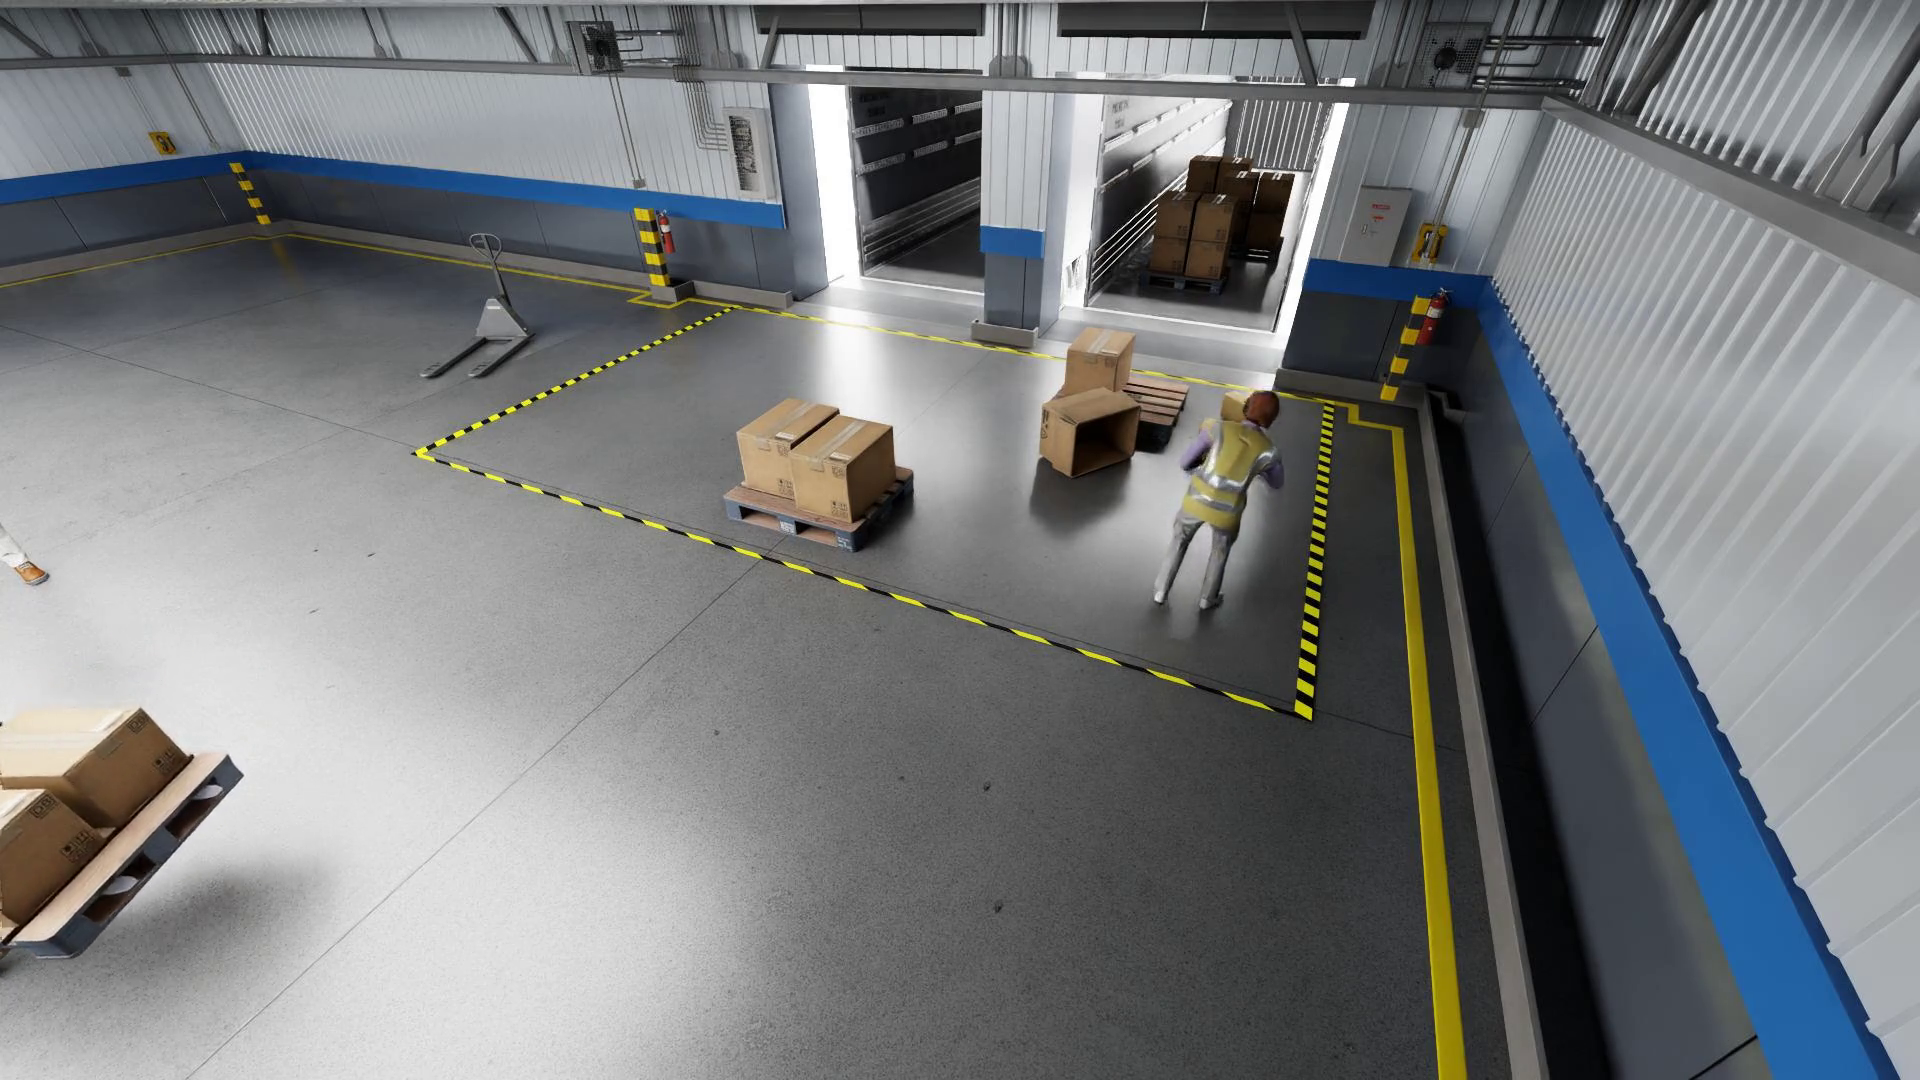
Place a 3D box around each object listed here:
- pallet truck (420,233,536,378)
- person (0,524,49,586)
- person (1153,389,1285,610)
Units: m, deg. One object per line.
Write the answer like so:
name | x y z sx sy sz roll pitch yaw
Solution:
pallet truck | -5.664 -2.712 8.427 0.680 1.201 1.601 0 35 -1
person | -6.768 -0.457 4.651 0.385 1.948 0.601 23 41 29
person | 1.689 -0.229 4.722 0.638 1.508 0.795 17 39 22
